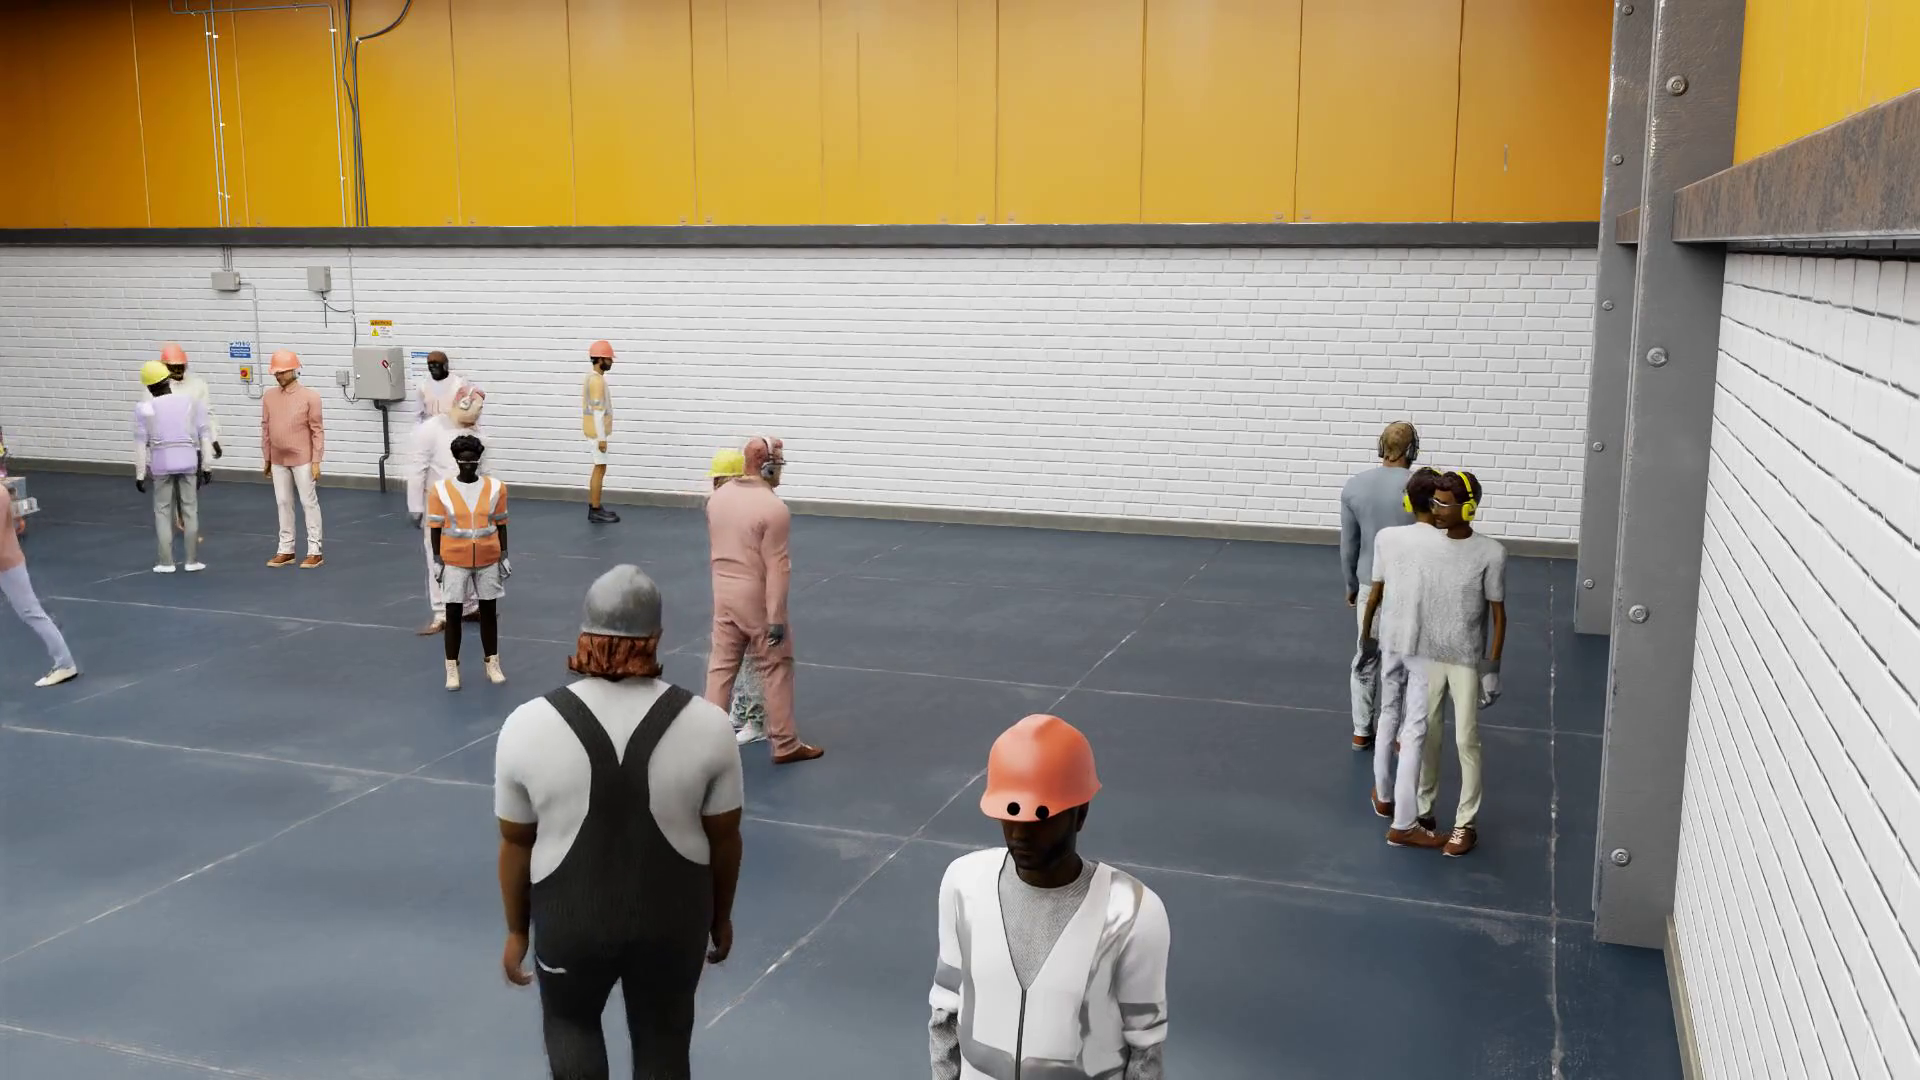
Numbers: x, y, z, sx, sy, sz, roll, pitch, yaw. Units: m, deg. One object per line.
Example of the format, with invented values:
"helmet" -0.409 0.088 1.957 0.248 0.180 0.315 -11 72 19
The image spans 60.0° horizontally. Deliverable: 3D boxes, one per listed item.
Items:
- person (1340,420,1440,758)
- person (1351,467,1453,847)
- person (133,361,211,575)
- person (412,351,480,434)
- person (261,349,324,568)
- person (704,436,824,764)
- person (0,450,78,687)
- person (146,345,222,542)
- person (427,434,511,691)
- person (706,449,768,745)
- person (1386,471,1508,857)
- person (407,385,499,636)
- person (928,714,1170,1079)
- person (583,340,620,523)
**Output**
"person" 2.477 0.282 9.533 0.627 1.935 0.371 8 13 39
"person" 2.253 0.563 8.252 0.638 1.836 0.605 9 14 43
"person" -6.987 -0.627 14.777 0.631 1.901 0.366 -7 12 -34
"person" -5.449 -1.096 17.632 0.698 1.819 0.516 1 10 3
"person" -6.062 -0.735 15.096 0.610 1.993 0.380 2 10 12
"person" -1.164 0.361 9.312 0.666 1.874 0.663 8 13 39
"person" -6.273 0.164 10.808 0.930 1.710 0.534 -9 14 -42
"person" -7.816 -0.995 16.694 0.997 1.951 0.609 10 14 44
"person" -3.234 0.143 10.995 0.532 1.693 0.319 -5 11 -26
"person" -1.327 0.331 9.798 0.306 1.741 0.494 -5 11 -26
"person" 2.366 0.590 8.001 0.335 1.864 0.521 -8 13 -39
"person" -3.836 -0.228 12.613 0.395 1.873 0.721 9 13 41
"person" 0.175 1.321 3.666 0.542 1.939 0.362 4 11 21
"person" -3.785 -1.138 17.561 0.384 1.930 0.545 -3 10 -14
